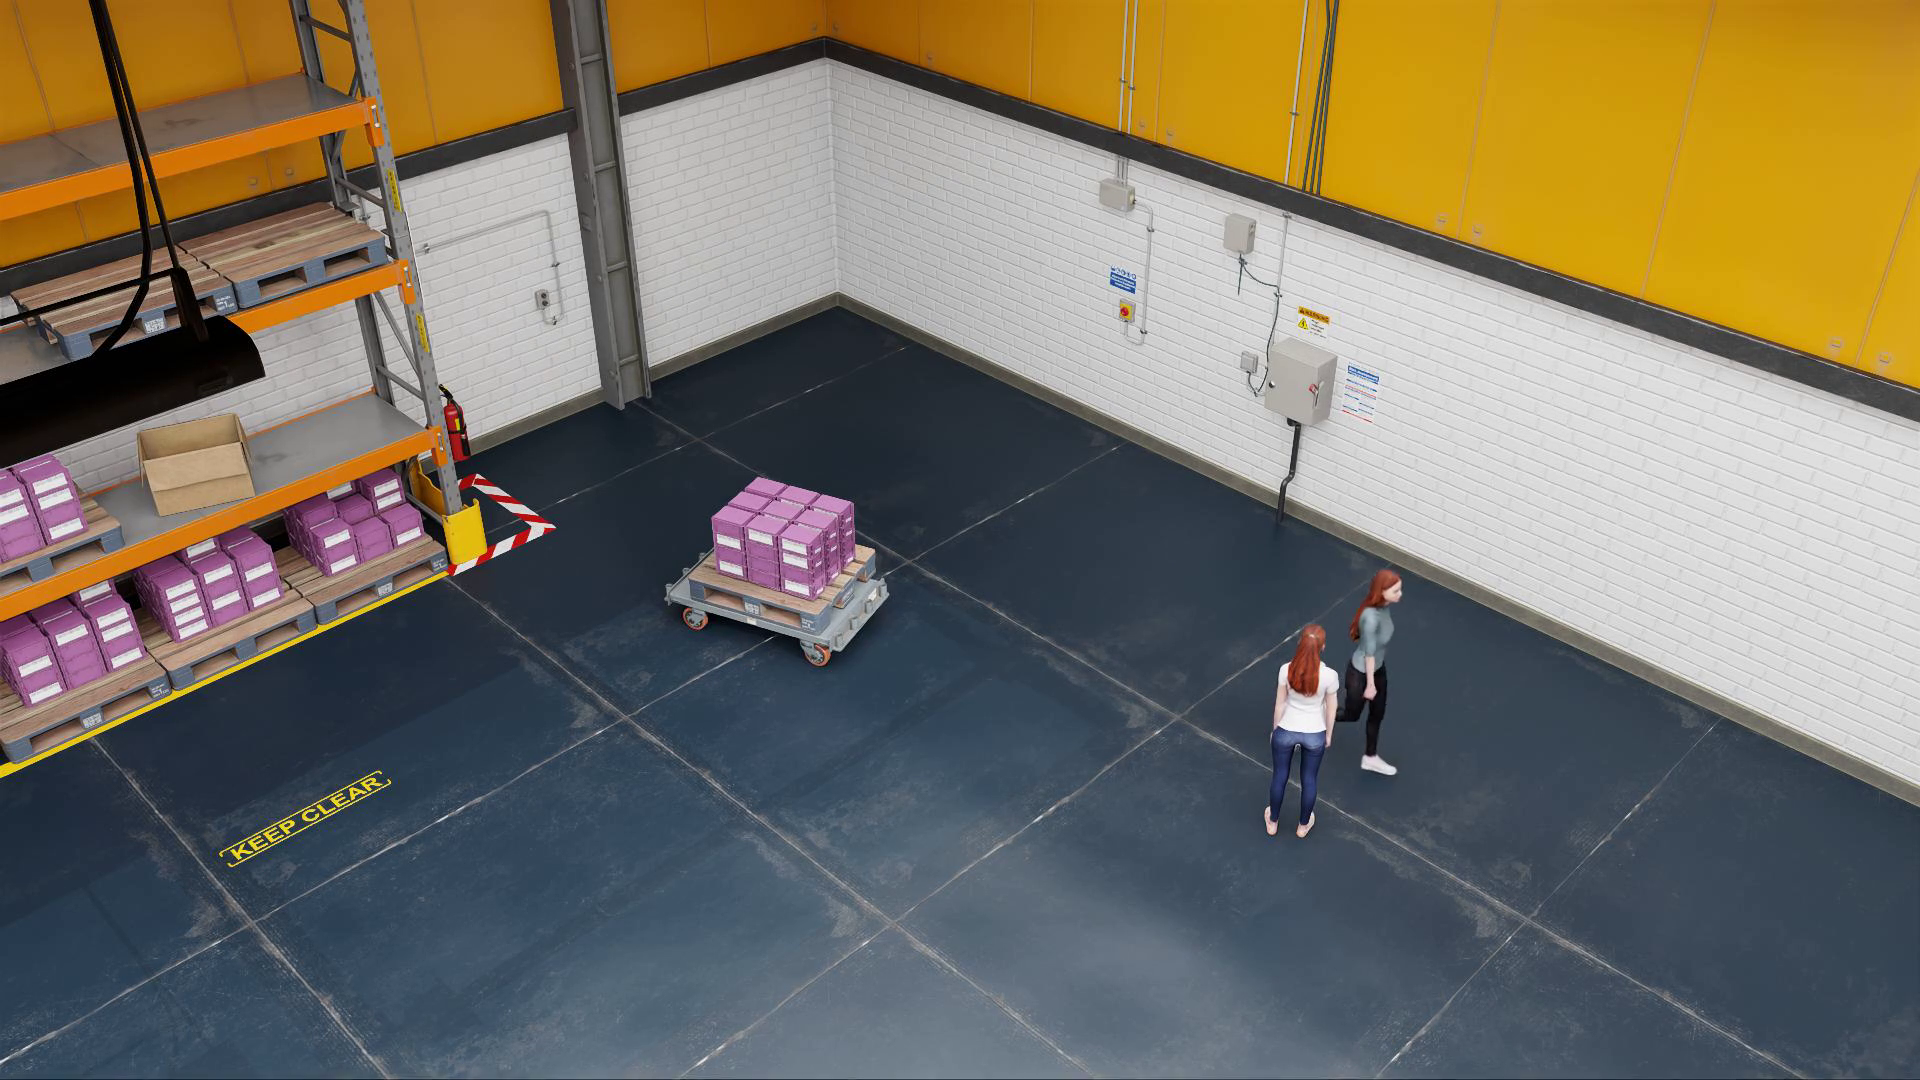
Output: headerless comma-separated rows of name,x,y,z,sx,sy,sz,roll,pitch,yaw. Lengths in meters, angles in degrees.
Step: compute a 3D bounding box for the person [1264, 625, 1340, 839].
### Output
person,2.308,1.310,11.281,0.648,1.739,0.677,7,34,11
